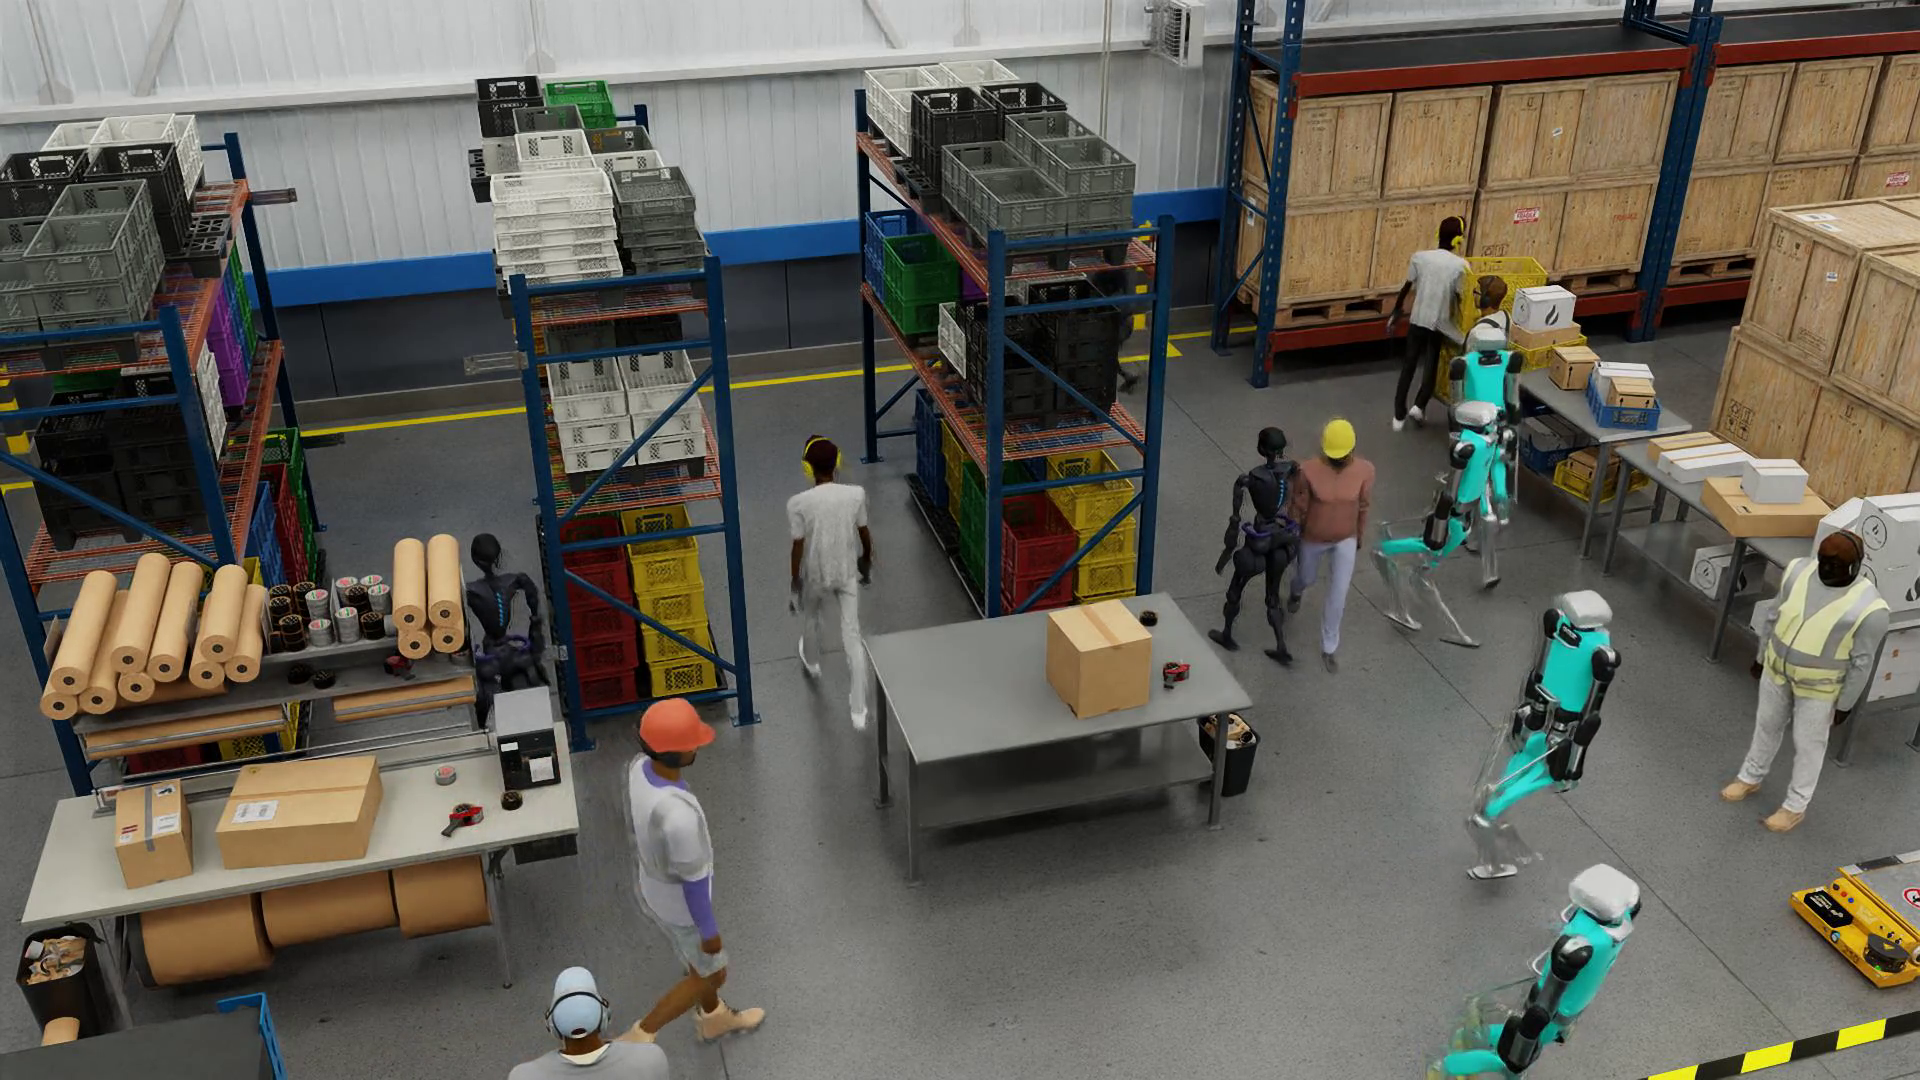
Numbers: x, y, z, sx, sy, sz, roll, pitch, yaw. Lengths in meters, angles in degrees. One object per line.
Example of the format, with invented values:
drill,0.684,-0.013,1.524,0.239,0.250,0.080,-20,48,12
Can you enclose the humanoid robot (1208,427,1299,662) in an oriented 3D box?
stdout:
humanoid robot,1.950,0.021,10.694,0.603,1.646,0.611,-14,32,-24

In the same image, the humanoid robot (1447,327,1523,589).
humanoid robot,3.730,-0.515,11.604,0.582,1.768,0.976,-3,29,-6

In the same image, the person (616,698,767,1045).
person,-1.275,1.577,7.470,0.721,2.020,0.620,-13,31,-23

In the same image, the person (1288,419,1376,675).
person,2.360,-0.069,10.775,0.523,1.729,0.789,0,29,1

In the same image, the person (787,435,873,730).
person,-0.801,0.196,10.207,0.549,1.809,0.990,-8,30,-14

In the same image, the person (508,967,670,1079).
person,-1.337,2.348,6.245,0.589,1.852,0.365,-7,30,-13

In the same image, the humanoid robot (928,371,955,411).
humanoid robot,0.010,-1.677,13.819,0.793,1.636,0.603,-4,29,-6

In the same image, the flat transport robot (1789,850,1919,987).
flat transport robot,5.163,1.916,8.676,1.431,0.231,0.659,-8,30,-14

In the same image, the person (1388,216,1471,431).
person,3.859,-1.784,13.785,0.663,1.836,0.478,15,32,25

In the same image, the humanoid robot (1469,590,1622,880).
humanoid robot,2.931,1.097,8.645,0.907,1.761,0.540,-8,30,-14

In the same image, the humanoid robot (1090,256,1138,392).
humanoid robot,1.327,-1.919,14.240,0.626,1.651,0.589,-15,32,-25

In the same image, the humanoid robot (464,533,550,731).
humanoid robot,-2.605,0.738,9.362,0.608,1.636,0.377,-18,34,-30

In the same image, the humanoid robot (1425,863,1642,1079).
humanoid robot,2.301,1.997,7.018,0.550,1.772,0.808,-25,38,-38

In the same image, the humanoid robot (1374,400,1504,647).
humanoid robot,3.087,-0.115,10.834,0.929,1.756,0.553,23,36,36

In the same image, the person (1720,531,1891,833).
person,4.651,0.761,9.157,0.429,1.837,0.628,-14,32,-24

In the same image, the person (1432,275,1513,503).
person,3.893,-1.118,12.559,0.346,1.846,0.504,22,36,34
